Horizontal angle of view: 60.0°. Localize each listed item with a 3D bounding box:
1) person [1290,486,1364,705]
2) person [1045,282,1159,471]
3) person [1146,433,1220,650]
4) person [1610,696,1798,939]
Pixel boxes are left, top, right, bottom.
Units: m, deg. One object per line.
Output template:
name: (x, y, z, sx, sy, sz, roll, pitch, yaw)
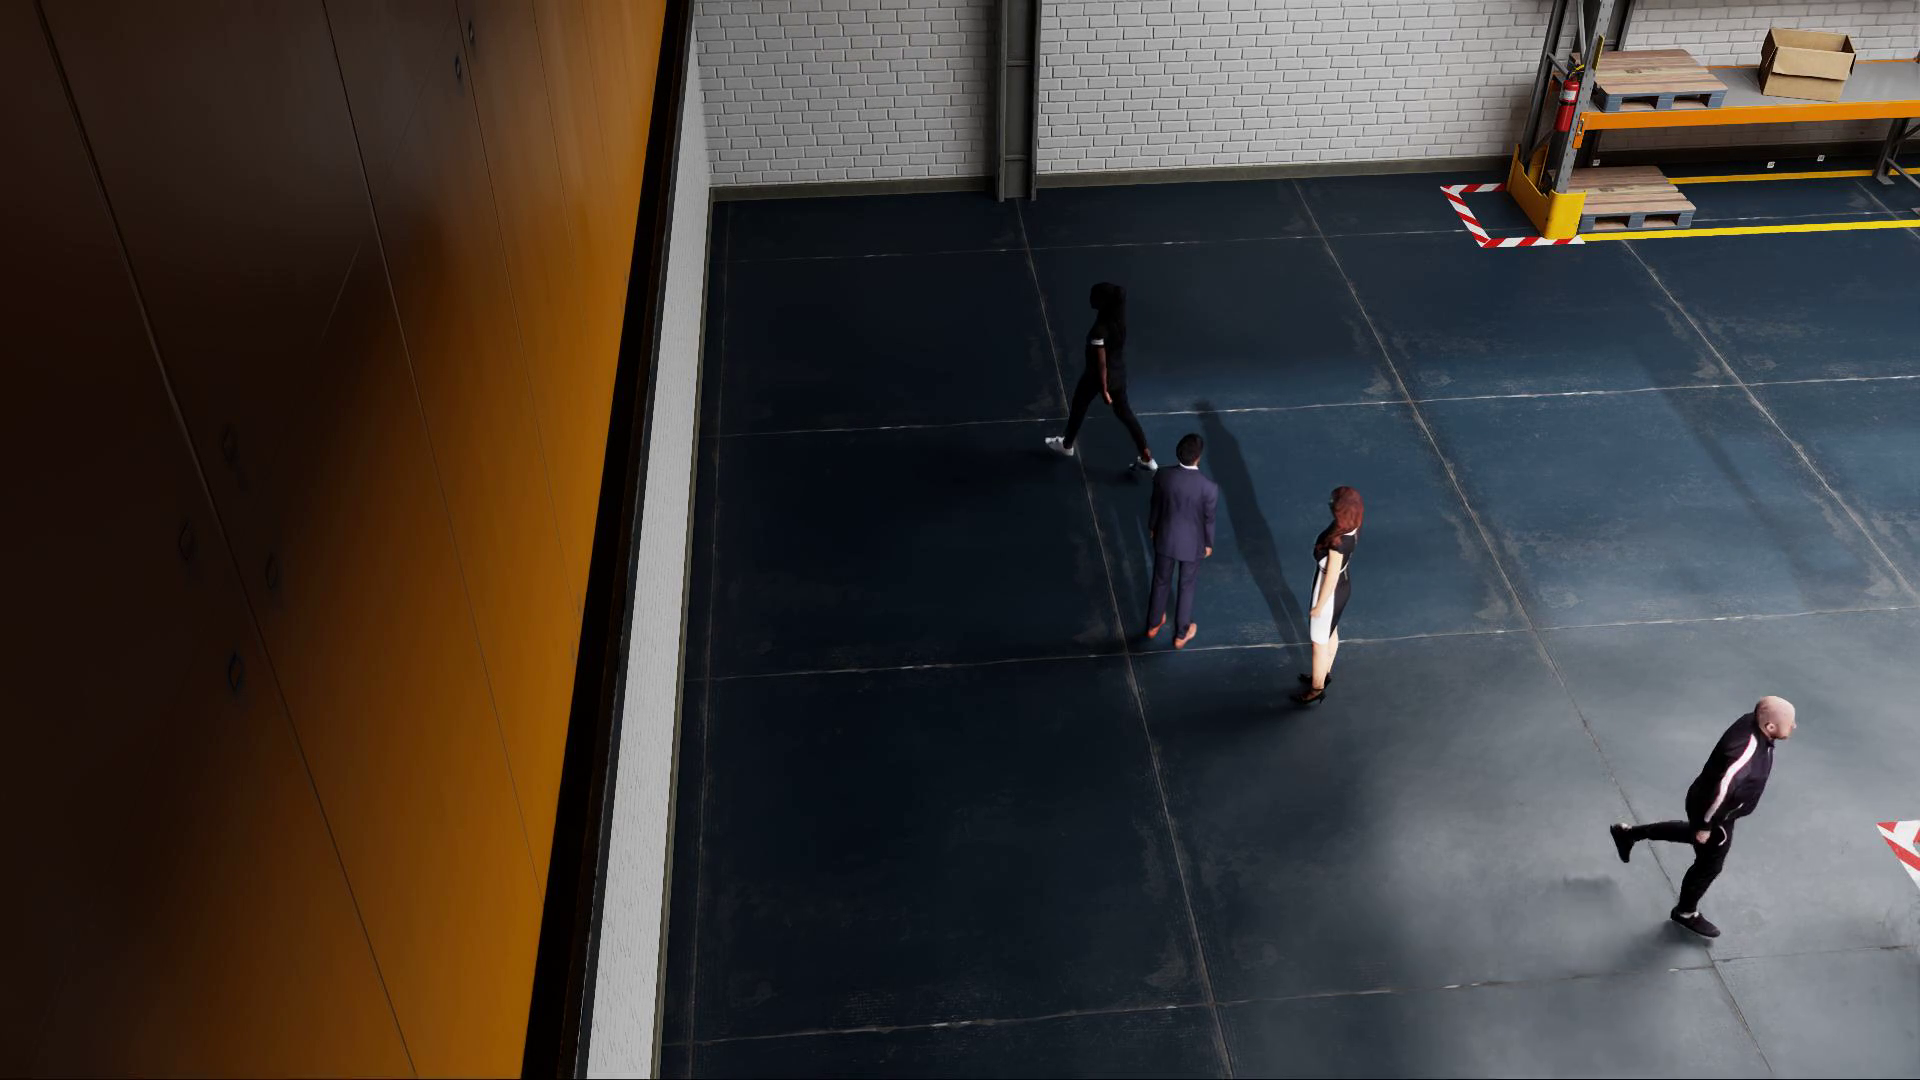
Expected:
person: (2.463, 0.371, 11.069, 0.660, 1.798, 0.649, 19, 42, 22)
person: (1.236, -1.247, 13.184, 1.252, 1.686, 1.128, 24, 44, 27)
person: (1.525, 0.013, 11.579, 0.656, 1.720, 0.764, 19, 42, 22)
person: (4.266, 1.523, 9.616, 1.150, 1.810, 1.058, 23, 44, 26)
